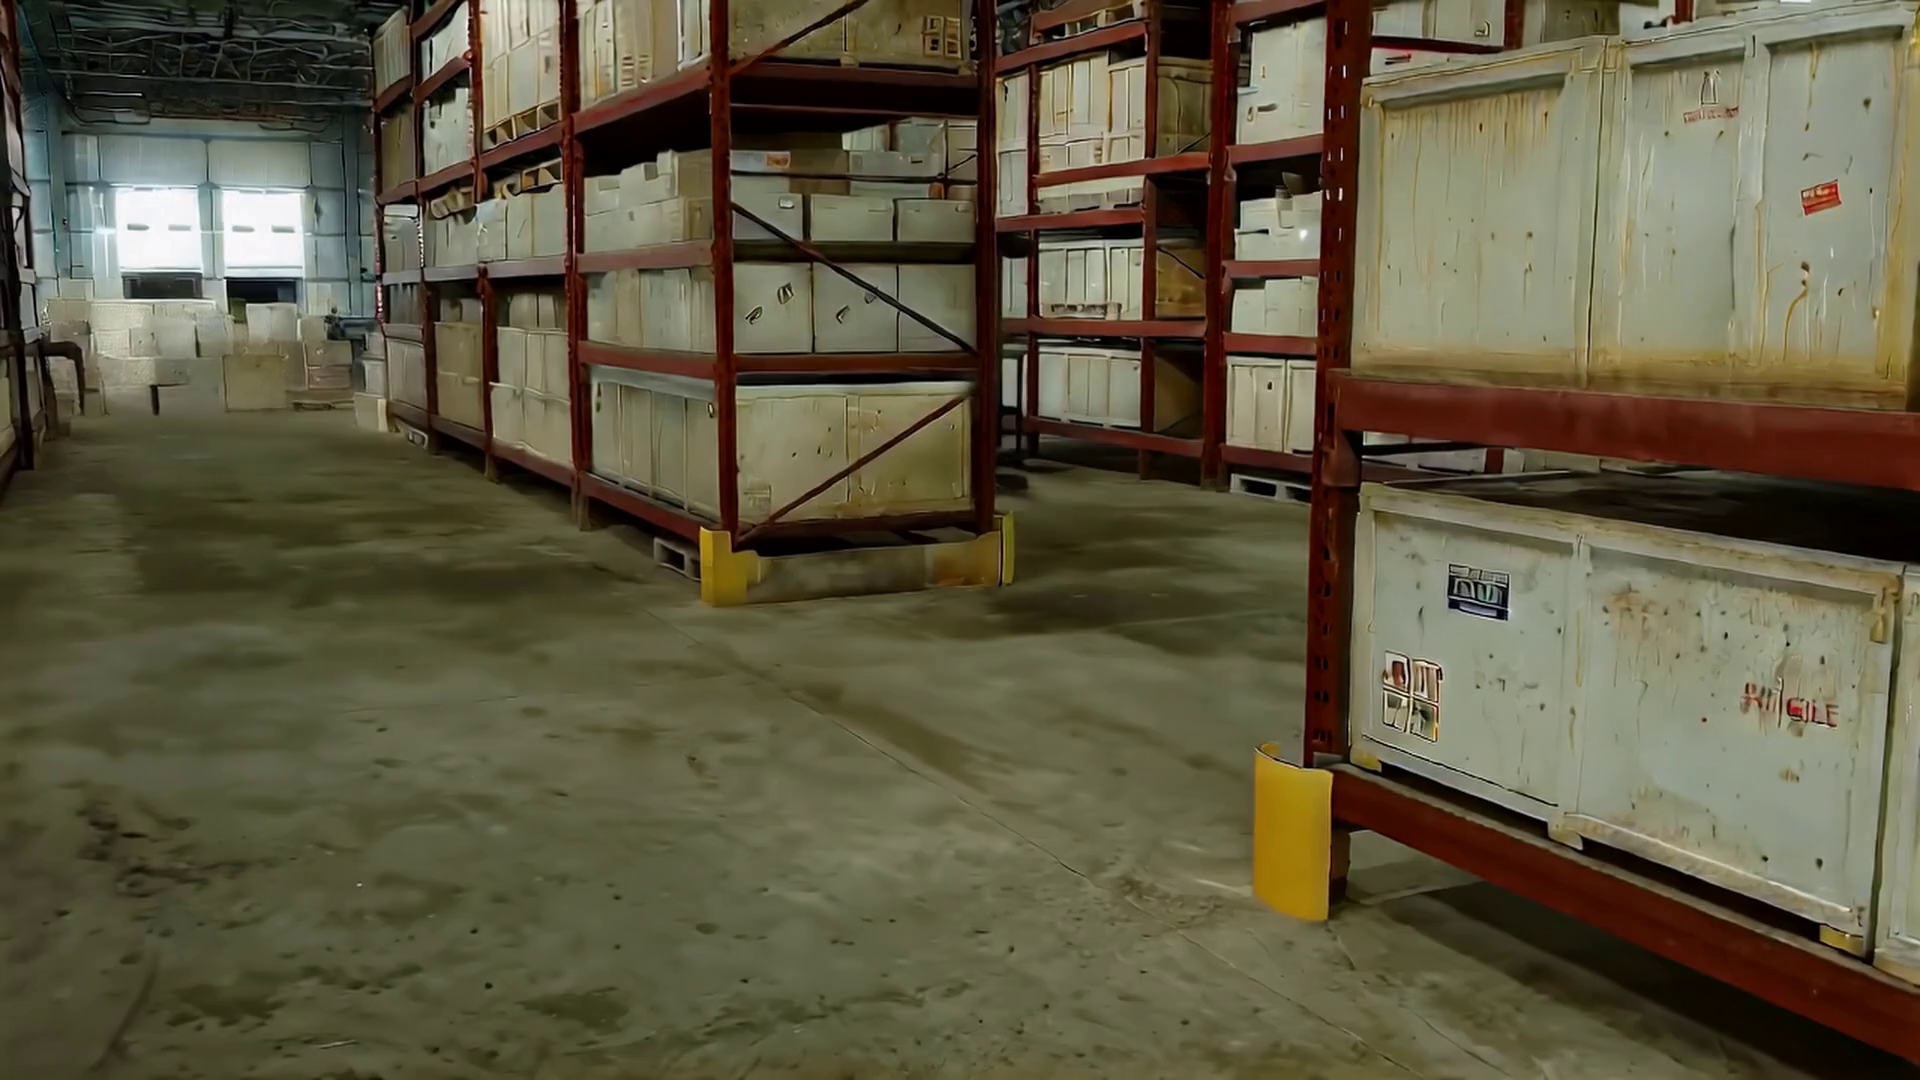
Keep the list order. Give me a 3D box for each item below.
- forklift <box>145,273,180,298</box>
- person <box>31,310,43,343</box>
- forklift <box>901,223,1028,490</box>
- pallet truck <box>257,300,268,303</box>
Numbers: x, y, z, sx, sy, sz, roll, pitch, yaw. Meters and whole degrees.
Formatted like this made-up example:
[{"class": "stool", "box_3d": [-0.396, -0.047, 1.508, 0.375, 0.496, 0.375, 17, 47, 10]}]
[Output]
[{"class": "forklift", "box_3d": [-25.114, -7.030, 52.567, 1.873, 2.768, 1.129, 6, 10, 37]}, {"class": "person", "box_3d": [-24.618, -5.338, 44.295, 0.931, 1.890, 0.548, -5, 10, -30]}, {"class": "forklift", "box_3d": [-0.203, -1.975, 17.707, 1.129, 2.768, 1.873, -4, 9, -26]}, {"class": "pallet truck", "box_3d": [-23.913, -7.404, 58.171, 1.885, 1.965, 0.823, -1, 8, -9]}]
